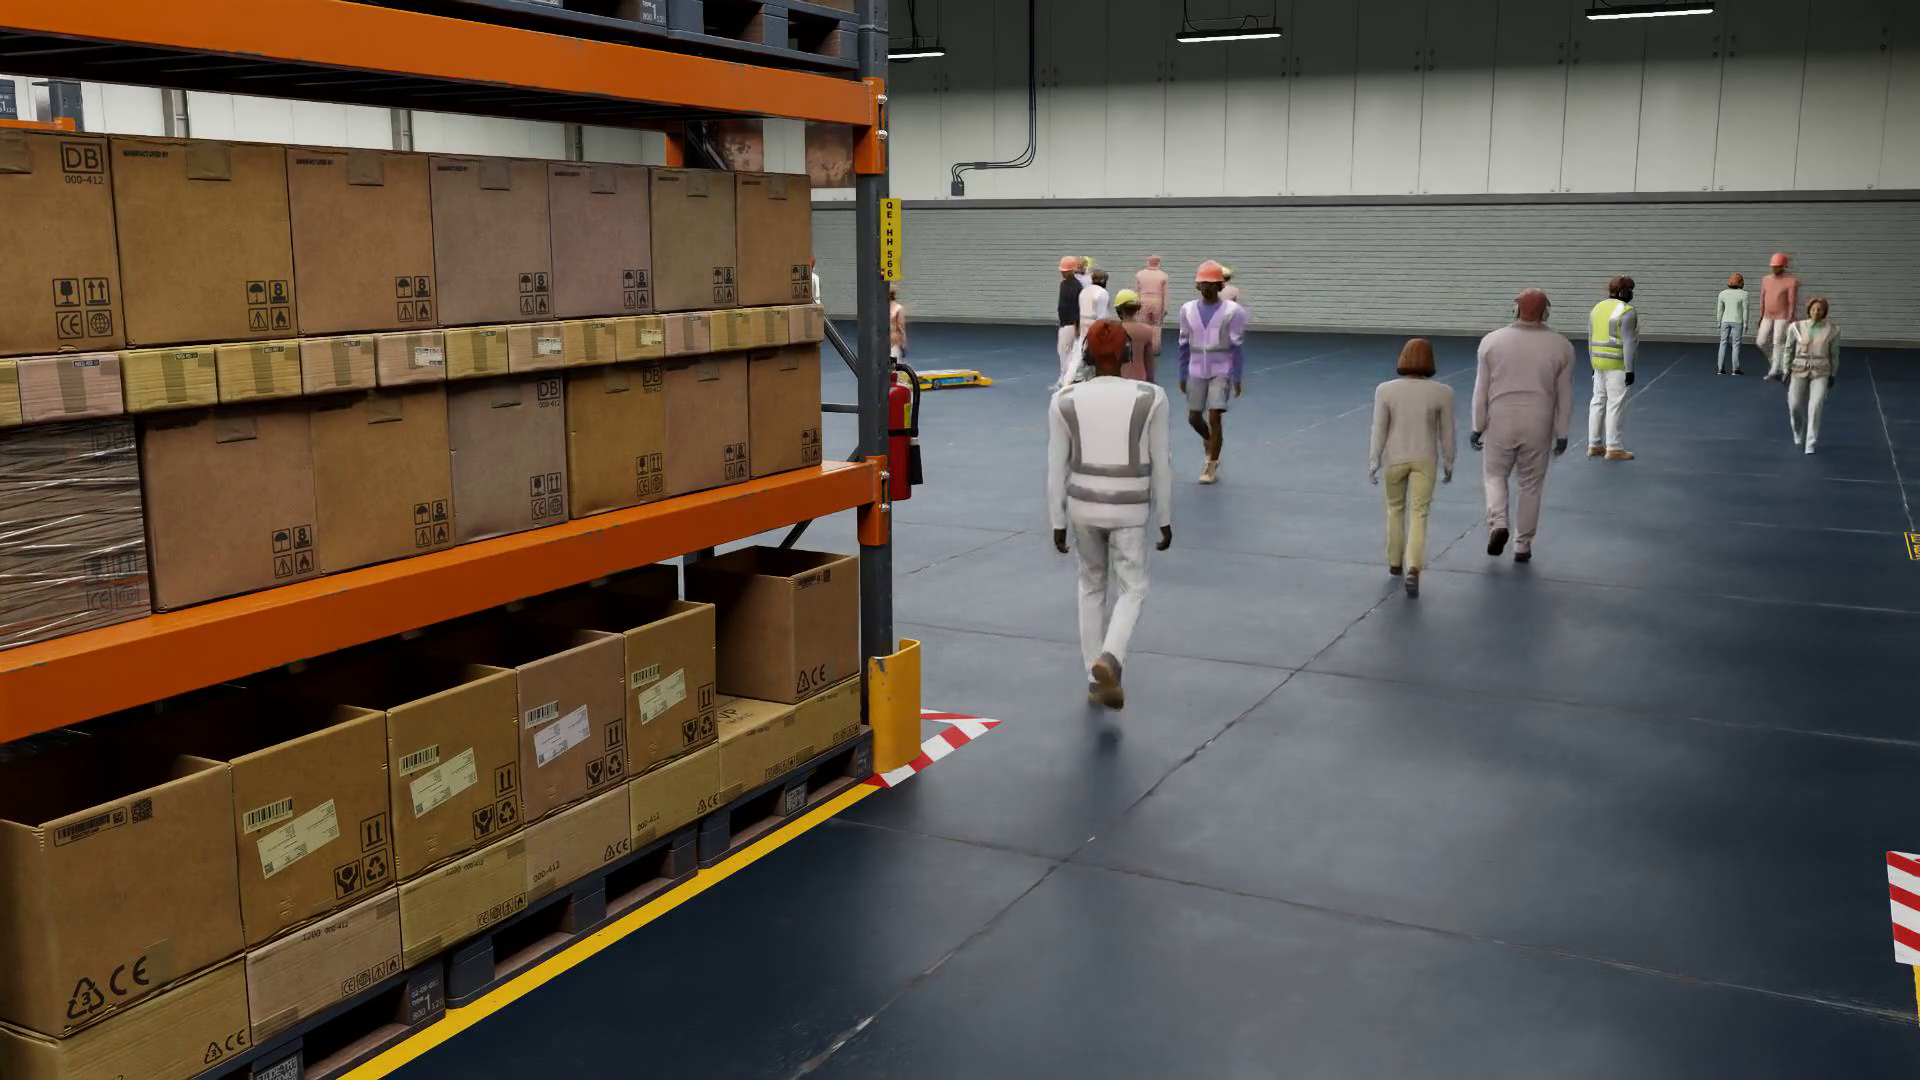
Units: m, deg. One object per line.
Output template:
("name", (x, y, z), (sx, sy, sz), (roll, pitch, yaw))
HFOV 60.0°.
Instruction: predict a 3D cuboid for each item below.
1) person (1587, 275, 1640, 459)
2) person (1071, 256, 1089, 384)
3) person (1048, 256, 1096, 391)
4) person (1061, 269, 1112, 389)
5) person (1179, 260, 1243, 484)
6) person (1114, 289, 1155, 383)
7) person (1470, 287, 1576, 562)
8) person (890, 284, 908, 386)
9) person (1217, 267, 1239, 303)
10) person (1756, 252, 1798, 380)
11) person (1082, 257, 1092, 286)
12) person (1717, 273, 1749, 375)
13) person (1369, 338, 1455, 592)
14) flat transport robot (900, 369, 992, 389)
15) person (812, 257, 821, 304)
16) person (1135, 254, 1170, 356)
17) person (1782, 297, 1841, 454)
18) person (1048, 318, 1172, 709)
("person", (6.601, -1.739, 16.769), (0.429, 1.841, 0.634), (-3, 11, -15))
("person", (1.730, -3.245, 24.724), (0.353, 1.936, 0.633), (-5, 12, -26))
("person", (1.643, -3.127, 24.035), (0.693, 1.952, 0.632), (-3, 11, -16))
("person", (1.855, -2.901, 23.305), (1.033, 1.789, 0.631), (-7, 13, -34))
("person", (2.307, -1.535, 15.185), (0.615, 2.028, 0.655), (6, 12, 28))
("person", (1.531, -1.417, 15.263), (0.542, 1.743, 0.436), (-6, 12, -28))
("person", (3.861, -0.783, 11.424), (0.670, 1.890, 0.436), (3, 11, 18))
("person", (-0.859, -2.536, 21.687), (0.545, 1.620, 0.515), (9, 14, 41))
("person", (4.322, -3.595, 27.237), (0.549, 1.715, 0.924), (-3, 11, -16))
("person", (12.637, -3.452, 25.741), (0.531, 1.973, 0.642), (-5, 12, -27))
("person", (2.407, -4.594, 32.381), (0.419, 1.822, 0.614), (-3, 11, -18))
("person", (12.465, -3.479, 26.826), (0.278, 1.634, 0.498), (-9, 14, -40))
("person", (2.884, -0.488, 10.626), (0.515, 1.599, 0.827), (3, 11, 17))
("flat transport robot", (-0.285, -2.391, 24.612), (1.431, 0.197, 0.652), (-8, 13, -37))
("person", (-2.534, -3.831, 28.068), (0.356, 1.883, 0.573), (1, 10, 7))
("person", (3.550, -4.324, 30.742), (0.660, 1.886, 0.546), (4, 11, 19))
("person", (8.816, -1.716, 17.244), (0.518, 1.618, 0.583), (6, 12, 30))
("person", (0.688, -0.108, 7.822), (0.590, 1.862, 0.651), (3, 11, 17))
